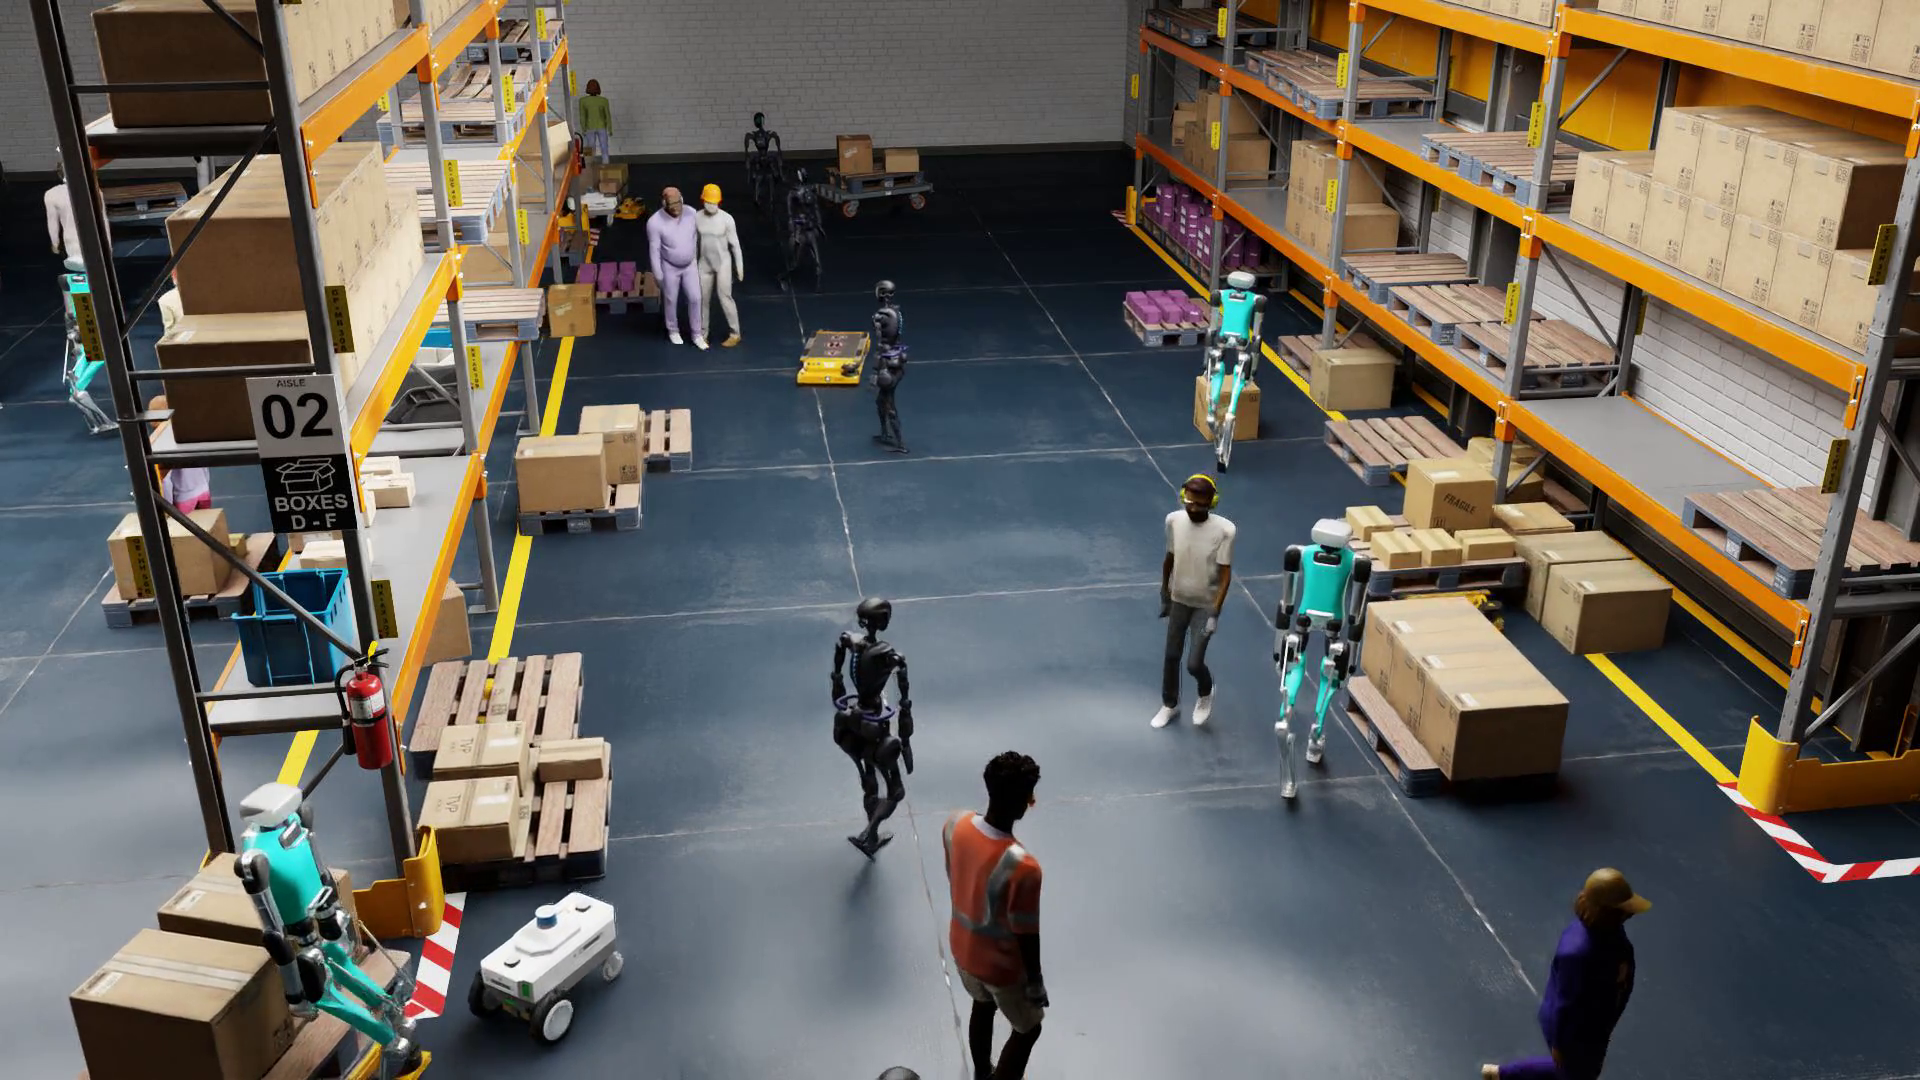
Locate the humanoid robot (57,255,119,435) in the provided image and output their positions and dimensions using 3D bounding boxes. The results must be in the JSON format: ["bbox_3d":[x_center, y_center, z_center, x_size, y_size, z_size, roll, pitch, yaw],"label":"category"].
[{"bbox_3d":[-8.409,-1.796,15.883,0.530,1.736,0.742,5,24,12],"label":"humanoid robot"}]

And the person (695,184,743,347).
[{"bbox_3d":[-2.777,-3.083,18.716,0.637,1.880,0.431,5,24,10],"label":"person"}]

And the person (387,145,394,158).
[{"bbox_3d":[-7.043,-4.056,20.986,0.525,1.823,0.674,-5,24,-12],"label":"person"}]

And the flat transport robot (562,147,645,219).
[{"bbox_3d":[-5.526,-4.996,25.060,1.431,0.231,0.659,0,24,1],"label":"flat transport robot"}]

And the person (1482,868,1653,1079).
[{"bbox_3d":[2.640,2.081,7.266,0.611,1.607,0.453,20,31,38],"label":"person"}]

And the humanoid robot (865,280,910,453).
[{"bbox_3d":[-0.700,-1.631,15.650,0.496,1.648,0.609,8,25,18],"label":"humanoid robot"}]

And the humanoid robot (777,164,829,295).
[{"bbox_3d":[-1.990,-3.906,20.868,0.722,1.634,0.609,18,29,35],"label":"humanoid robot"}]

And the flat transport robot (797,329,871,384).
[{"bbox_3d":[-1.373,-2.020,18.279,0.659,0.231,1.431,1,24,2],"label":"flat transport robot"}]

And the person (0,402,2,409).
[{"bbox_3d":[-10.053,-2.233,16.676,0.500,1.948,0.423,-16,28,-32],"label":"person"}]

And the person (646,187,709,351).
[{"bbox_3d":[-3.151,-3.045,18.637,0.664,1.858,0.811,-13,27,-27],"label":"person"}]

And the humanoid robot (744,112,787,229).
[{"bbox_3d":[-2.821,-5.367,24.158,0.601,1.650,0.347,0,24,0],"label":"humanoid robot"}]

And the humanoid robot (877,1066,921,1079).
[{"bbox_3d":[-0.241,2.608,5.985,0.584,1.645,0.342,16,28,32],"label":"humanoid robot"}]

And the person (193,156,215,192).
[{"bbox_3d":[-11.522,-5.950,25.298,0.429,1.831,0.633,-2,24,-4],"label":"person"}]

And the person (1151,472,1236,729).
[{"bbox_3d":[1.485,0.422,10.755,0.531,1.845,0.434,15,28,30],"label":"person"}]

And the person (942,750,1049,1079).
[{"bbox_3d":[0.183,1.819,7.455,0.453,1.943,0.616,-16,28,-33],"label":"person"}]

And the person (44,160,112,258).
[{"bbox_3d":[-10.453,-3.552,19.743,0.803,1.909,0.633,21,31,39],"label":"person"}]

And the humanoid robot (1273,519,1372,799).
[{"bbox_3d":[2.131,0.802,10.079,0.538,1.747,1.033,8,25,17],"label":"humanoid robot"}]

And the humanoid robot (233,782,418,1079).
[{"bbox_3d":[-2.741,1.918,7.489,0.762,1.782,0.531,3,24,6],"label":"humanoid robot"}]

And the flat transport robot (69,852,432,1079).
[{"bbox_3d":[-3.335,2.528,7.919,1.431,0.231,0.659,5,24,12],"label":"flat transport robot"}]

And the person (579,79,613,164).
[{"bbox_3d":[-5.962,-6.722,27.290,0.506,1.631,0.265,-1,24,-2],"label":"person"}]

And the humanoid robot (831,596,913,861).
[{"bbox_3d":[-0.556,1.087,9.464,0.598,1.646,0.427,17,29,34],"label":"humanoid robot"}]

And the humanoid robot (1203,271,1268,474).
[{"bbox_3d":[2.452,-1.495,15.322,0.554,1.815,0.919,8,25,17],"label":"humanoid robot"}]

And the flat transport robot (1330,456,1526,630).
[{"bbox_3d":[3.610,0.334,12.916,0.659,0.231,1.431,-3,24,-8],"label":"flat transport robot"}]

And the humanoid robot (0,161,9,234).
[{"bbox_3d":[-13.979,-5.203,23.774,0.600,1.644,0.388,-12,26,-24],"label":"humanoid robot"}]

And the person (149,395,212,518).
[{"bbox_3d":[-5.920,-0.329,12.742,0.276,1.626,0.503,7,25,16],"label":"person"}]

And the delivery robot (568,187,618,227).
[{"bbox_3d":[-5.413,-4.895,24.465,0.741,0.587,0.525,-4,24,-9],"label":"delivery robot"}]

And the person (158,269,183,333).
[{"bbox_3d":[-7.392,-1.887,16.169,0.571,1.724,0.403,-10,26,-21],"label":"person"}]

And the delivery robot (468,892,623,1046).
[{"bbox_3d":[-2.085,2.137,8.450,0.499,0.592,0.791,13,27,27],"label":"delivery robot"}]

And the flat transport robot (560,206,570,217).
[{"bbox_3d":[-6.434,-4.700,24.386,1.431,0.231,0.659,-4,24,-8],"label":"flat transport robot"}]
